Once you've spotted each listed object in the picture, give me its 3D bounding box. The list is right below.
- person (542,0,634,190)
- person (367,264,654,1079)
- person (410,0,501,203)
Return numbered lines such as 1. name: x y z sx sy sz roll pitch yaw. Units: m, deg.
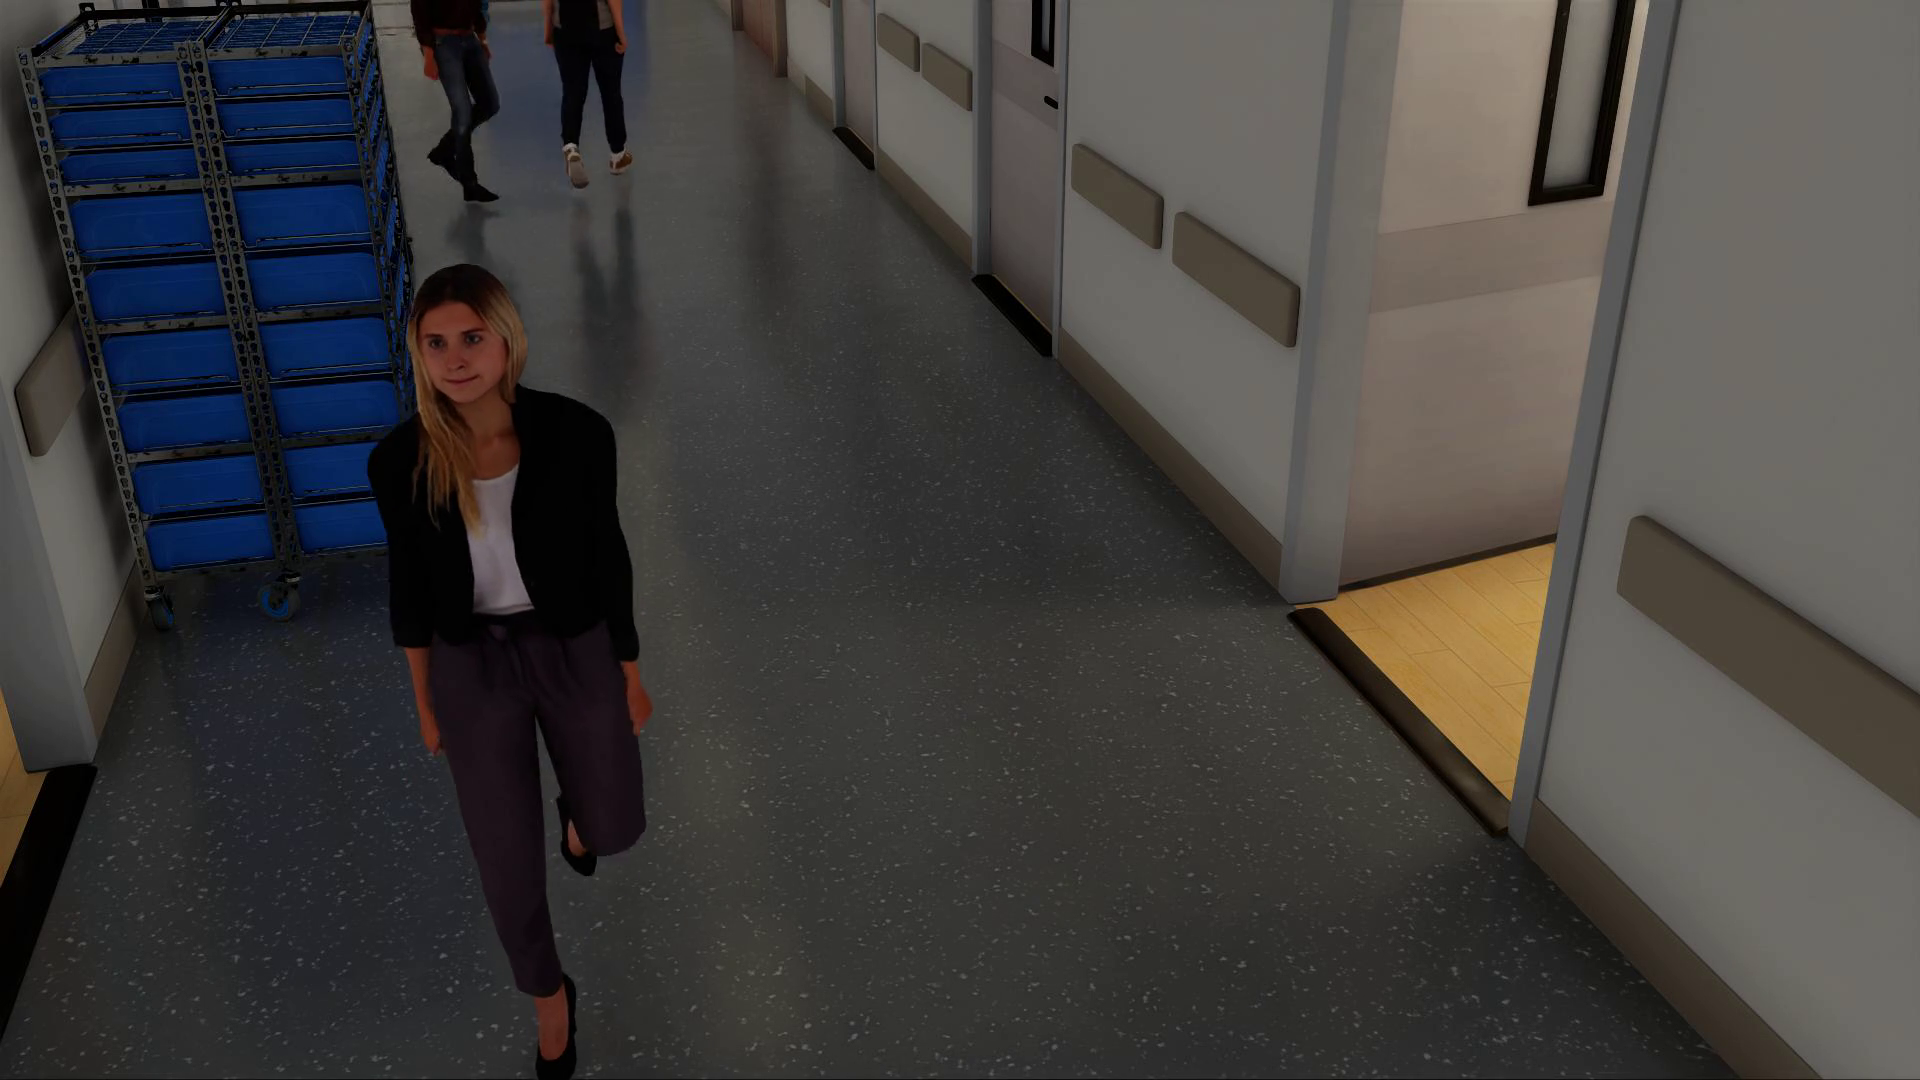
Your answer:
1. person: -2.222 -2.982 9.712 0.854 1.861 1.226 1 26 2
2. person: -0.823 0.260 3.224 0.612 1.657 0.818 -6 26 -12
3. person: -2.946 -2.790 9.437 0.935 1.754 0.873 11 28 22
